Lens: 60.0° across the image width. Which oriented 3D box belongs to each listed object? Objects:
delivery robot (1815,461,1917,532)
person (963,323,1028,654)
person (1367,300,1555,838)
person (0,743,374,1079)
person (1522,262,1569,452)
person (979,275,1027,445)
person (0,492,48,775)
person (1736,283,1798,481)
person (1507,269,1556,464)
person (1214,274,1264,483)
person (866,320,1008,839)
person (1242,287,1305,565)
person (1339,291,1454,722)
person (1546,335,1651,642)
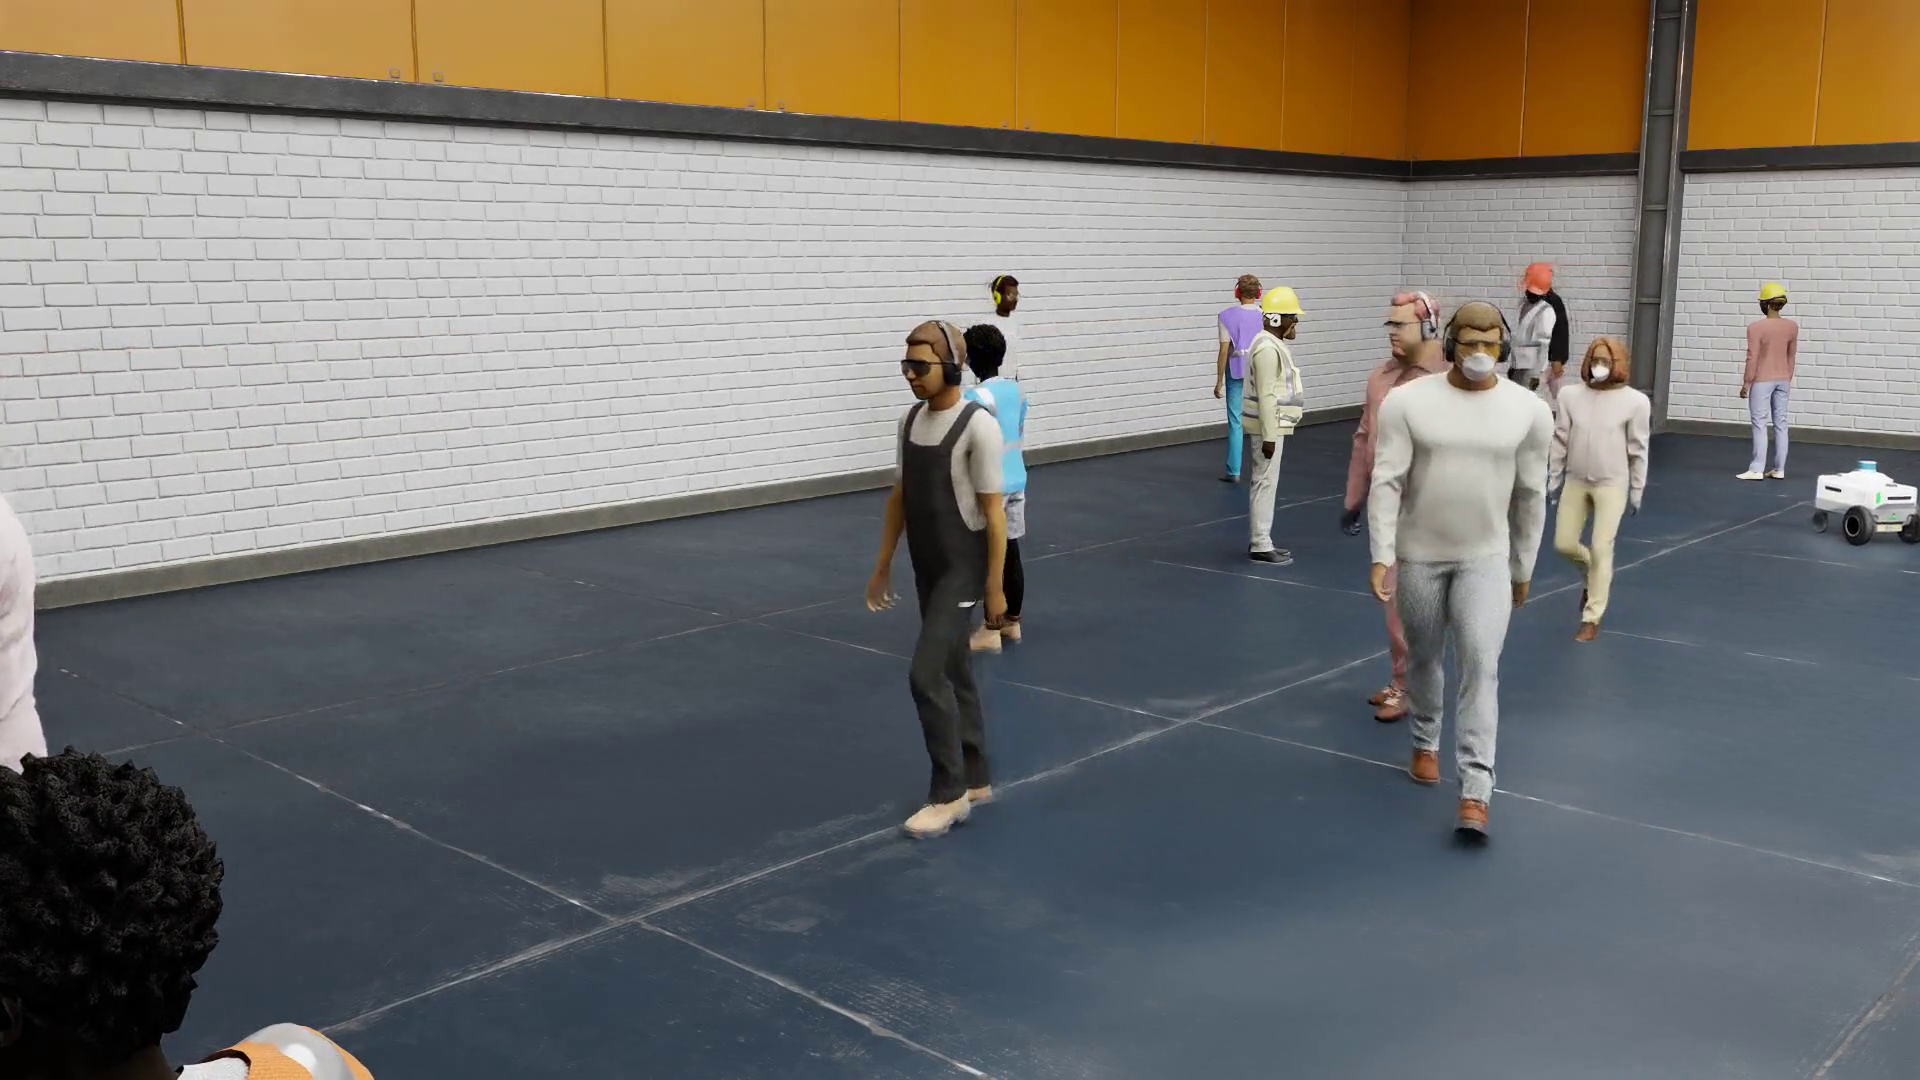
[{"bbox_3d":[6.459,-0.320,11.863,0.477,0.478,0.707,-1,10,-8],"label":"delivery robot"},{"bbox_3d":[0.160,-0.260,8.553,0.322,1.692,0.532,6,12,30],"label":"person"},{"bbox_3d":[1.819,0.077,6.103,0.639,1.894,0.991,3,10,17],"label":"person"},{"bbox_3d":[-0.659,0.998,1.398,0.320,1.694,0.531,3,10,17],"label":"person"},{"bbox_3d":[5.871,-1.837,16.851,0.979,1.922,0.623,3,10,17],"label":"person"},{"bbox_3d":[0.326,-1.192,13.372,0.395,1.860,0.573,7,12,36],"label":"person"},{"bbox_3d":[-2.265,0.529,3.580,0.864,1.863,0.646,-7,12,-36],"label":"person"},{"bbox_3d":[7.211,-1.406,14.866,0.526,1.769,0.328,-3,10,-15],"label":"person"},{"bbox_3d":[5.485,-1.644,15.920,0.393,1.885,0.630,-1,10,-7],"label":"person"},{"bbox_3d":[2.537,-1.417,14.700,0.570,1.843,0.373,-2,10,-12],"label":"person"},{"bbox_3d":[-0.106,0.134,5.950,0.656,1.820,0.525,-7,12,-33],"label":"person"},{"bbox_3d":[2.057,-0.747,10.955,0.403,1.826,0.590,2,10,11],"label":"person"},{"bbox_3d":[1.922,-0.150,7.372,0.623,1.888,0.662,-5,11,-25],"label":"person"},{"bbox_3d":[3.417,-0.288,8.897,0.512,1.620,0.525,8,13,40],"label":"person"}]
